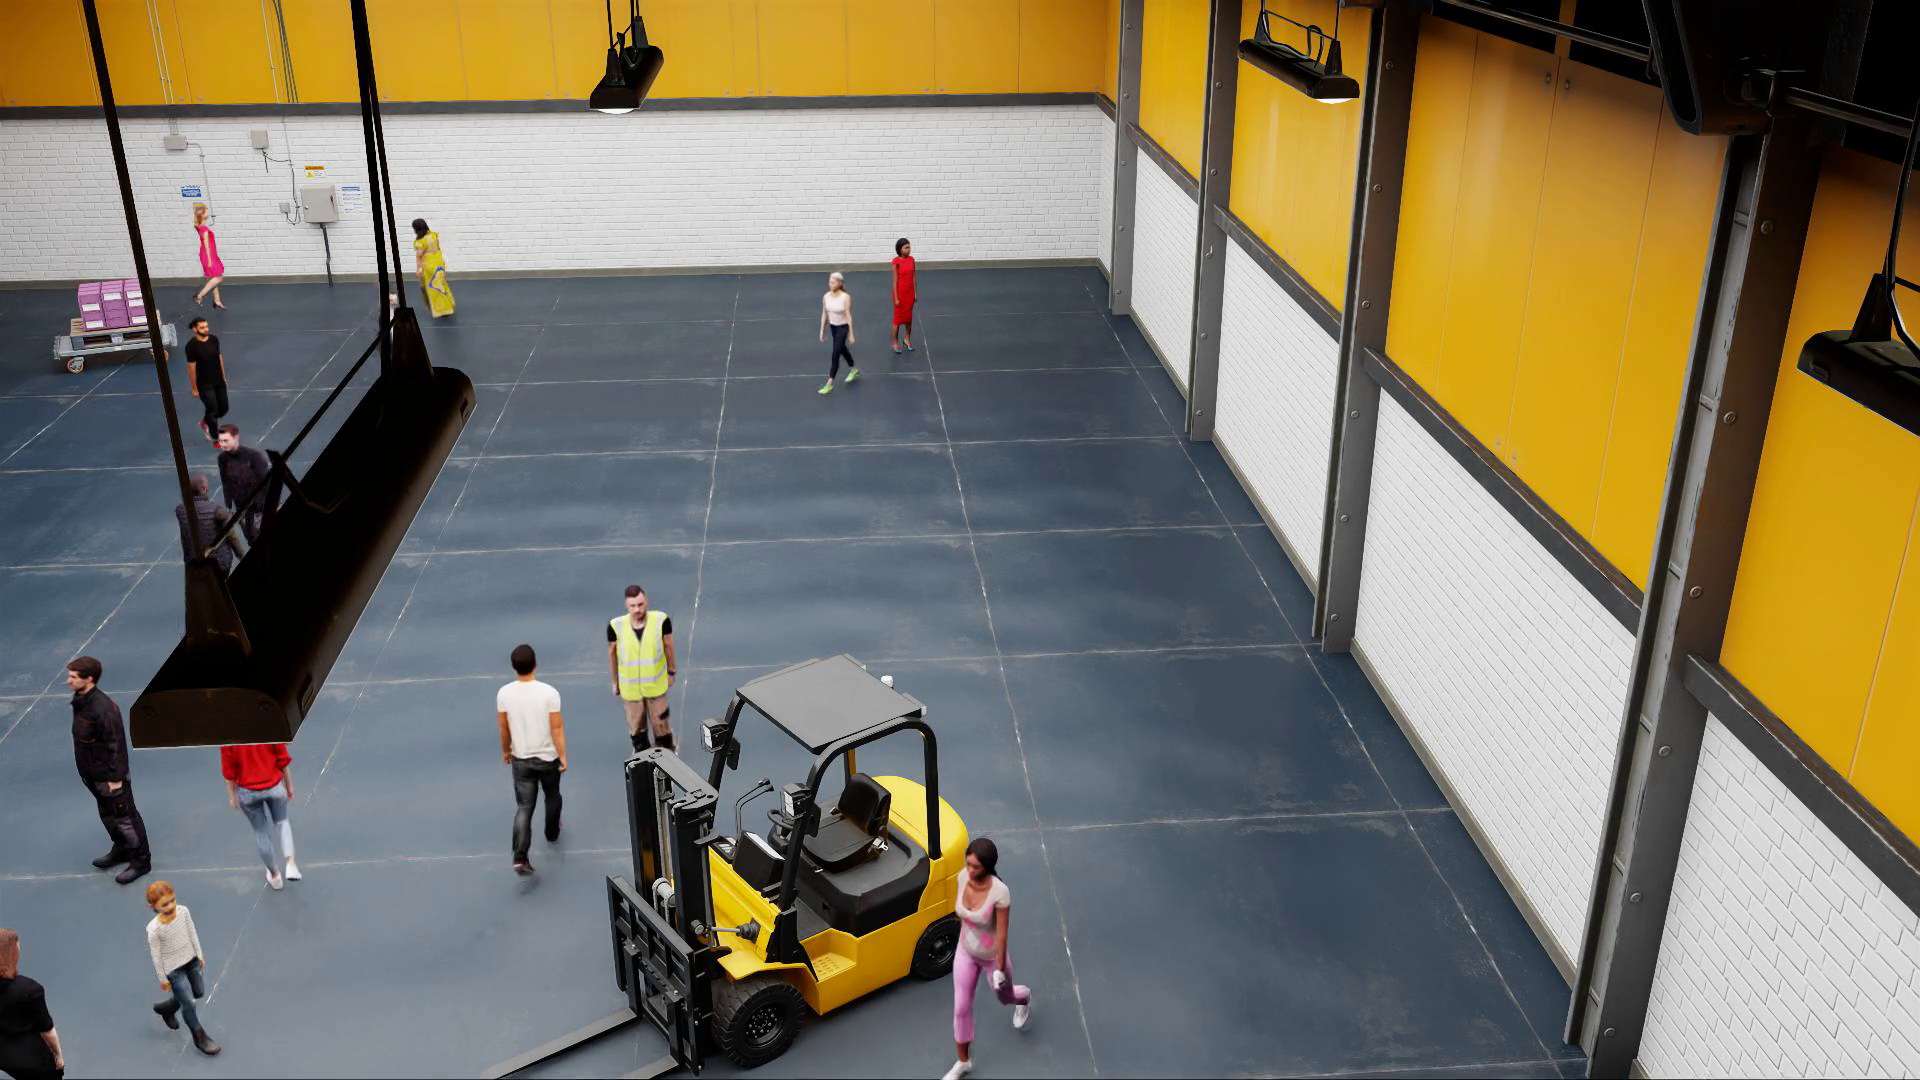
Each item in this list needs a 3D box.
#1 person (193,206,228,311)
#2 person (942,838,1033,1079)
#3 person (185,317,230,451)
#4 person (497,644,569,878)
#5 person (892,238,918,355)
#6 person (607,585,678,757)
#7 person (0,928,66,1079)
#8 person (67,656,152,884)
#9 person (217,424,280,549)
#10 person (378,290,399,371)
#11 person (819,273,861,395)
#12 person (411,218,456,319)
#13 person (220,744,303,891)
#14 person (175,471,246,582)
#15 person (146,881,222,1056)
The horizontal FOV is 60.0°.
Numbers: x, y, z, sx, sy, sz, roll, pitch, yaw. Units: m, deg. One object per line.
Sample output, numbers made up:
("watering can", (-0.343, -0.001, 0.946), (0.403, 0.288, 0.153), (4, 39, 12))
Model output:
("person", (-12.301, -4.562, 27.047), (0.826, 1.712, 0.828), (-14, 27, -29))
("person", (0.209, 2.615, 10.625), (1.068, 1.714, 1.168), (16, 28, 33))
("person", (-9.609, -2.008, 21.162), (0.934, 1.745, 0.936), (12, 26, 25))
("person", (-3.259, 1.710, 12.640), (0.652, 1.759, 1.092), (-1, 24, -3))
("person", (-0.850, -3.676, 24.982), (0.646, 1.742, 0.675), (-19, 30, -36))
("person", (-2.632, 1.165, 13.792), (0.706, 1.834, 0.732), (-4, 24, -10))
("person", (-5.465, 3.061, 9.645), (0.700, 1.683, 0.967), (3, 24, 6))
("person", (-6.444, 1.705, 12.551), (0.782, 1.839, 0.835), (18, 29, 35))
("person", (-7.248, -0.351, 17.188), (0.826, 1.892, 0.825), (6, 24, 12))
("person", (-7.668, -2.580, 22.596), (0.983, 1.644, 1.157), (-17, 29, -34))
("person", (-1.648, -2.930, 23.391), (1.131, 1.649, 1.269), (15, 28, 31))
("person", (-8.421, -4.348, 26.672), (1.071, 1.619, 0.996), (14, 27, 30))
("person", (-5.162, 1.890, 12.307), (0.783, 1.695, 0.849), (-15, 28, -30))
("person", (-7.197, 0.267, 15.898), (1.000, 1.793, 1.313), (6, 24, 13))
("person", (-5.114, 2.757, 10.812), (0.750, 1.304, 0.767), (11, 26, 23))
